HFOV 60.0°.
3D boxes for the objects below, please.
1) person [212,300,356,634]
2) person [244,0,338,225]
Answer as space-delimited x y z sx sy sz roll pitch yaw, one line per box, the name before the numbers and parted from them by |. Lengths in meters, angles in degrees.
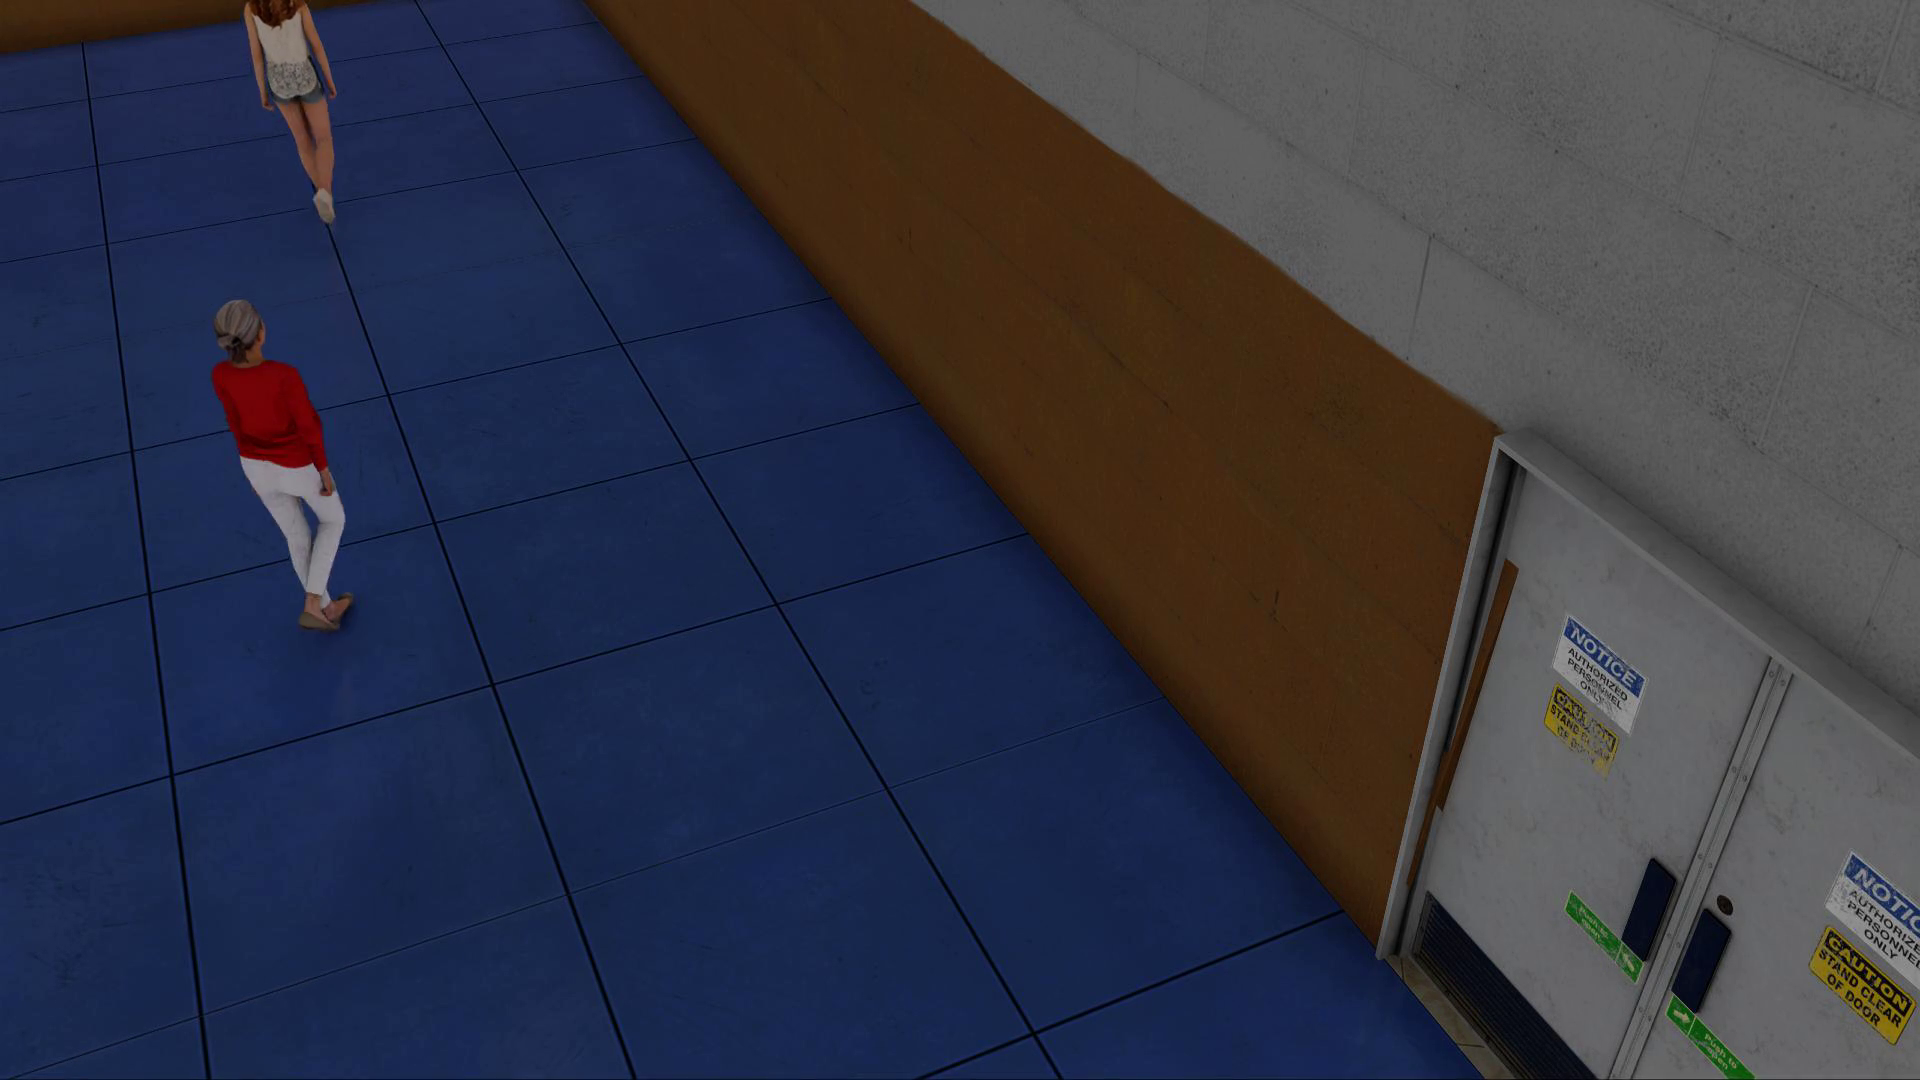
person | -2.908 -0.233 7.128 0.754 1.685 0.786 2 37 3
person | -4.187 -2.797 10.501 0.935 1.737 0.763 -10 38 -13
